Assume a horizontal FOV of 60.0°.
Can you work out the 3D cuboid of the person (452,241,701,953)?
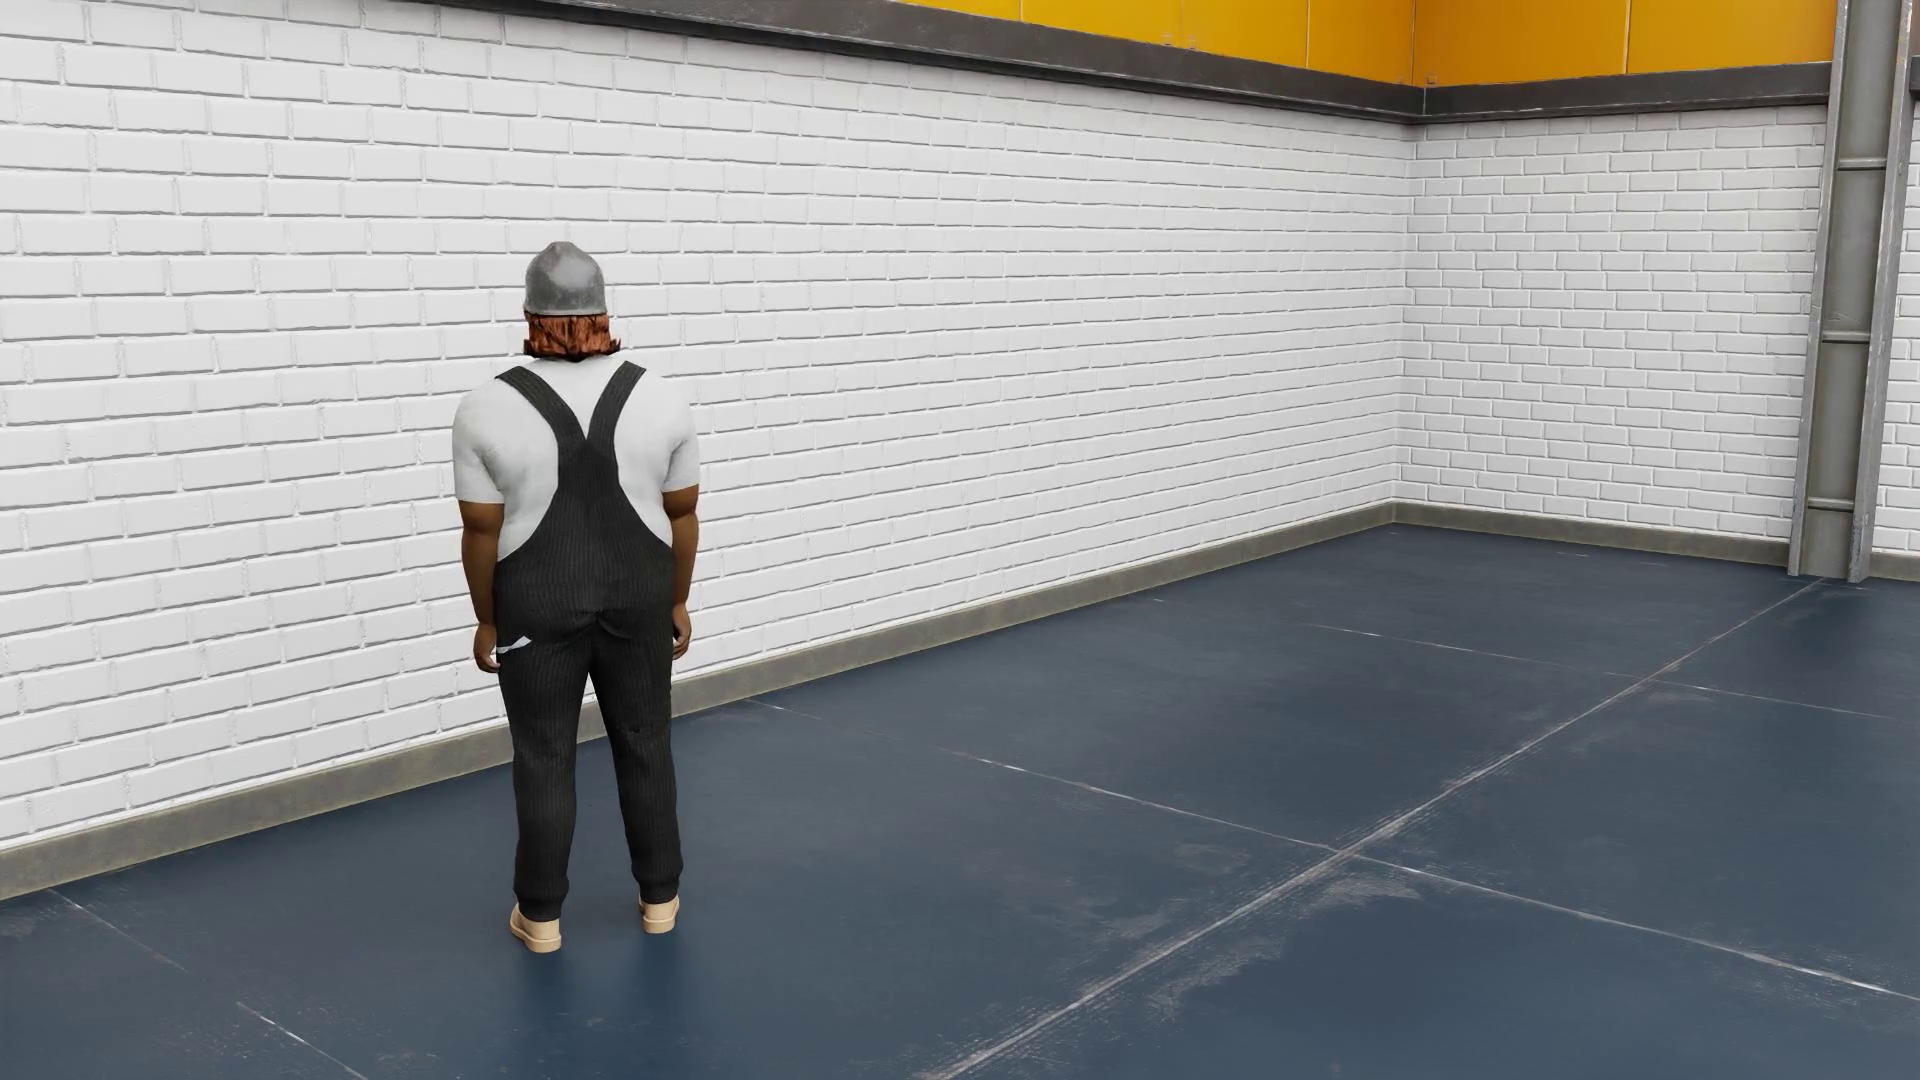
[{"bbox_3d":[-1.111,0.165,4.839,0.684,2.000,0.538,-4,11,-22],"label":"person"}]
